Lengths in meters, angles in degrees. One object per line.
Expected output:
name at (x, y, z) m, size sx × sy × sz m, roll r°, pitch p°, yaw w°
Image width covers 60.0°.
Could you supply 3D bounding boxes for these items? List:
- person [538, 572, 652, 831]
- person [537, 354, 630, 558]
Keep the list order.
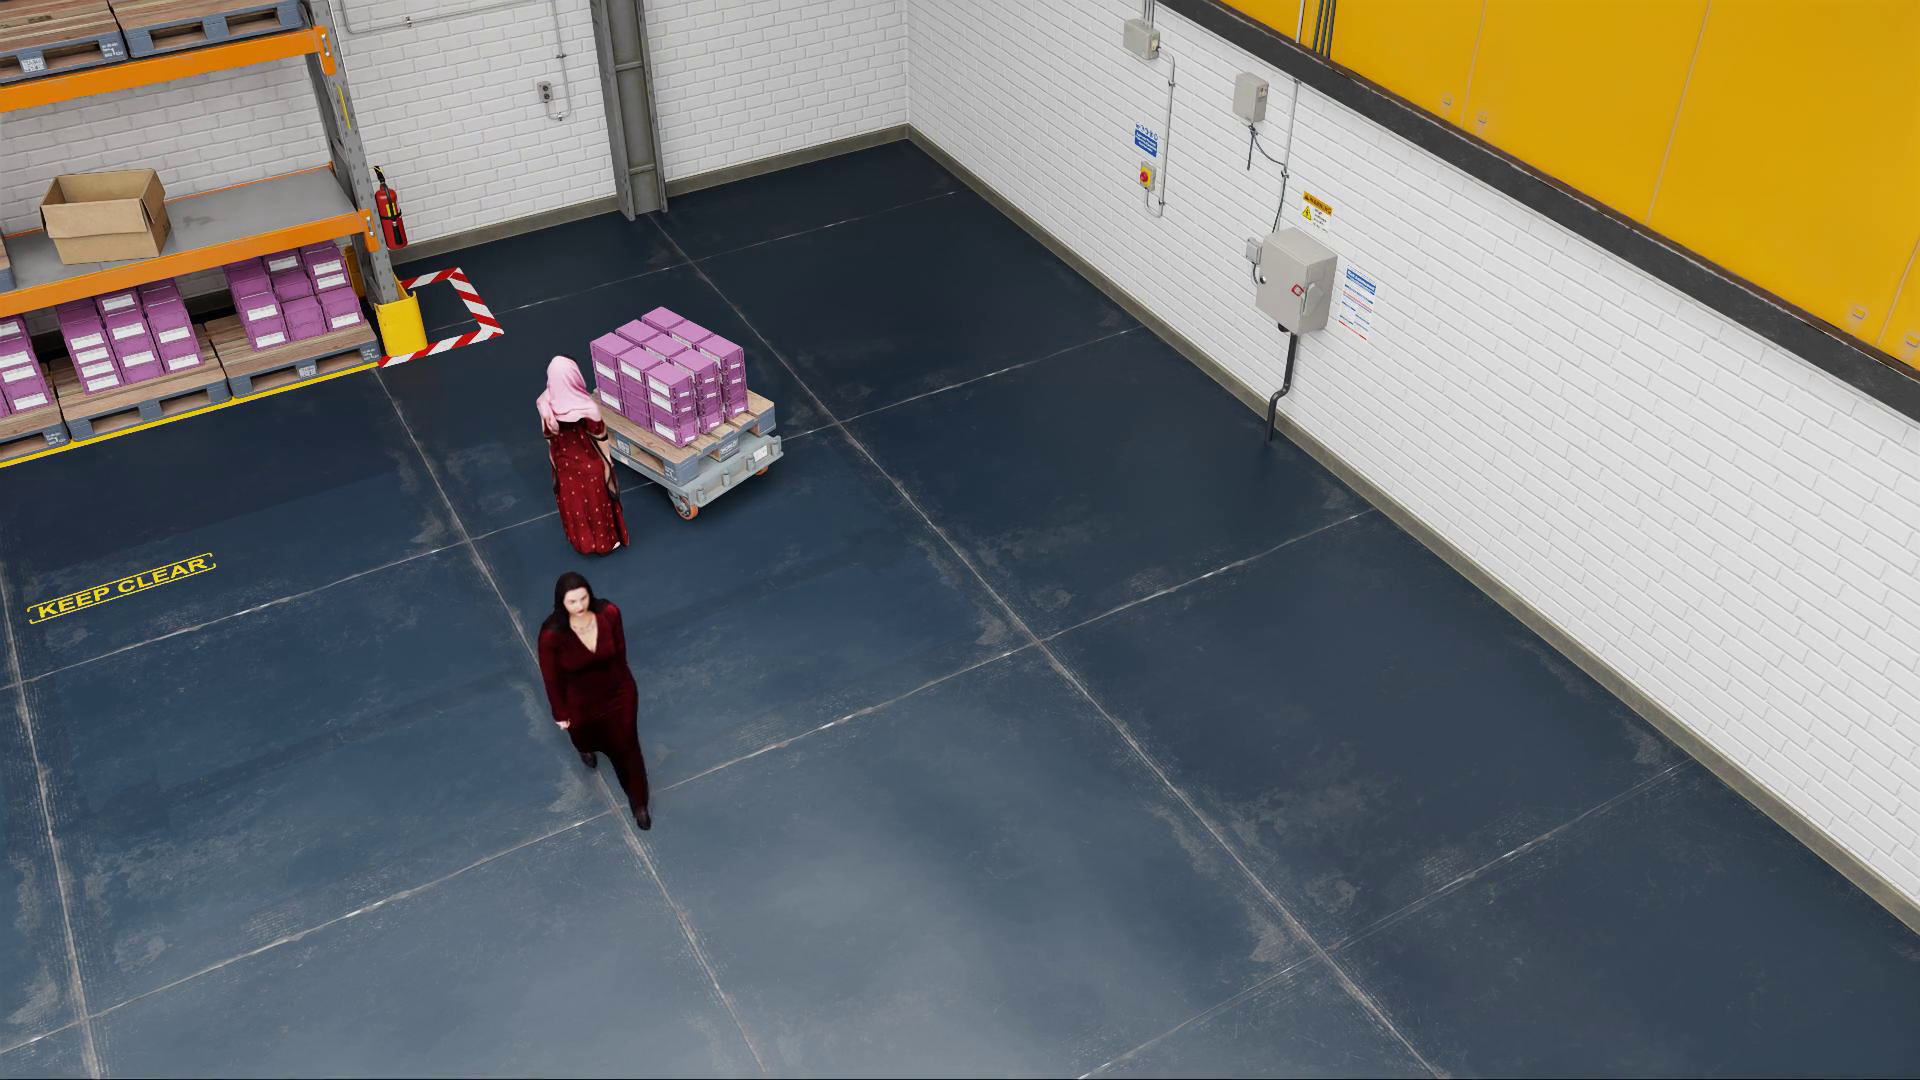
person at (-2.174, 0.841, 9.662) m, size 1.049 × 1.705 × 0.733 m, roll -19°, pitch 42°, yaw -22°
person at (-2.627, -0.578, 11.492) m, size 0.761 × 1.638 × 0.818 m, roll 10°, pitch 40°, yaw 12°
